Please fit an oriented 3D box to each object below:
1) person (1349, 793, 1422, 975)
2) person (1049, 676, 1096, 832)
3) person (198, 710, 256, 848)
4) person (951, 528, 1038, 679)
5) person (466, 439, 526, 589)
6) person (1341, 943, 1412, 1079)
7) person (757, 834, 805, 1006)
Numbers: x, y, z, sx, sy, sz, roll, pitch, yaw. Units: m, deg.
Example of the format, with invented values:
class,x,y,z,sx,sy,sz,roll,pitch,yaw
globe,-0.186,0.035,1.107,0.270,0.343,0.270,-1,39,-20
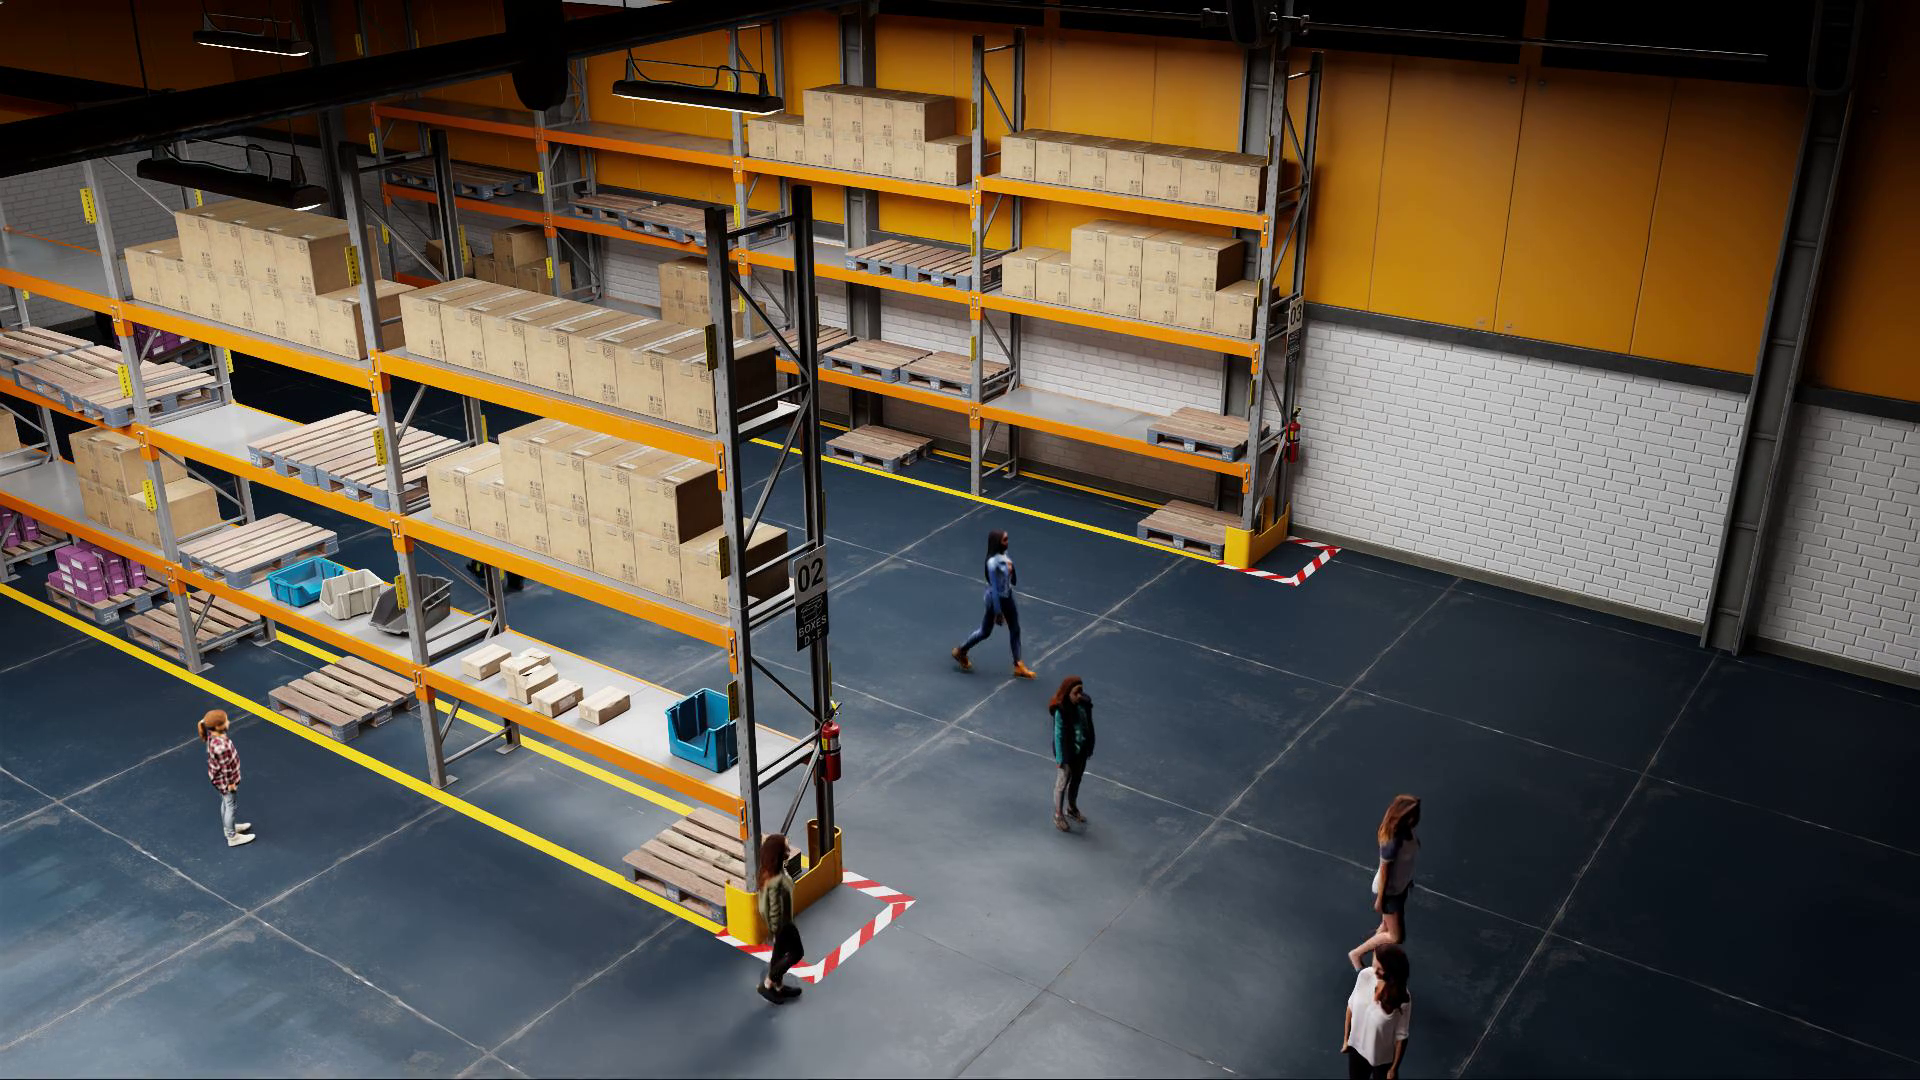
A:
class,x,y,z,sx,sy,sz,roll,pitch,yaw
person,3.260,2.662,12.864,0.651,1.721,0.617,14,27,30
person,1.001,1.882,14.924,0.641,1.500,0.664,-18,29,-35
person,-6.509,2.085,14.706,0.652,1.303,0.542,-14,27,-29
person,0.312,0.673,17.475,1.245,1.672,0.839,8,25,19
person,-5.365,-0.268,19.423,1.089,1.836,0.847,19,30,36
person,2.763,3.412,11.060,0.719,1.792,0.548,-18,29,-36
person,-1.447,2.893,12.654,0.765,1.466,0.700,-5,24,-11
